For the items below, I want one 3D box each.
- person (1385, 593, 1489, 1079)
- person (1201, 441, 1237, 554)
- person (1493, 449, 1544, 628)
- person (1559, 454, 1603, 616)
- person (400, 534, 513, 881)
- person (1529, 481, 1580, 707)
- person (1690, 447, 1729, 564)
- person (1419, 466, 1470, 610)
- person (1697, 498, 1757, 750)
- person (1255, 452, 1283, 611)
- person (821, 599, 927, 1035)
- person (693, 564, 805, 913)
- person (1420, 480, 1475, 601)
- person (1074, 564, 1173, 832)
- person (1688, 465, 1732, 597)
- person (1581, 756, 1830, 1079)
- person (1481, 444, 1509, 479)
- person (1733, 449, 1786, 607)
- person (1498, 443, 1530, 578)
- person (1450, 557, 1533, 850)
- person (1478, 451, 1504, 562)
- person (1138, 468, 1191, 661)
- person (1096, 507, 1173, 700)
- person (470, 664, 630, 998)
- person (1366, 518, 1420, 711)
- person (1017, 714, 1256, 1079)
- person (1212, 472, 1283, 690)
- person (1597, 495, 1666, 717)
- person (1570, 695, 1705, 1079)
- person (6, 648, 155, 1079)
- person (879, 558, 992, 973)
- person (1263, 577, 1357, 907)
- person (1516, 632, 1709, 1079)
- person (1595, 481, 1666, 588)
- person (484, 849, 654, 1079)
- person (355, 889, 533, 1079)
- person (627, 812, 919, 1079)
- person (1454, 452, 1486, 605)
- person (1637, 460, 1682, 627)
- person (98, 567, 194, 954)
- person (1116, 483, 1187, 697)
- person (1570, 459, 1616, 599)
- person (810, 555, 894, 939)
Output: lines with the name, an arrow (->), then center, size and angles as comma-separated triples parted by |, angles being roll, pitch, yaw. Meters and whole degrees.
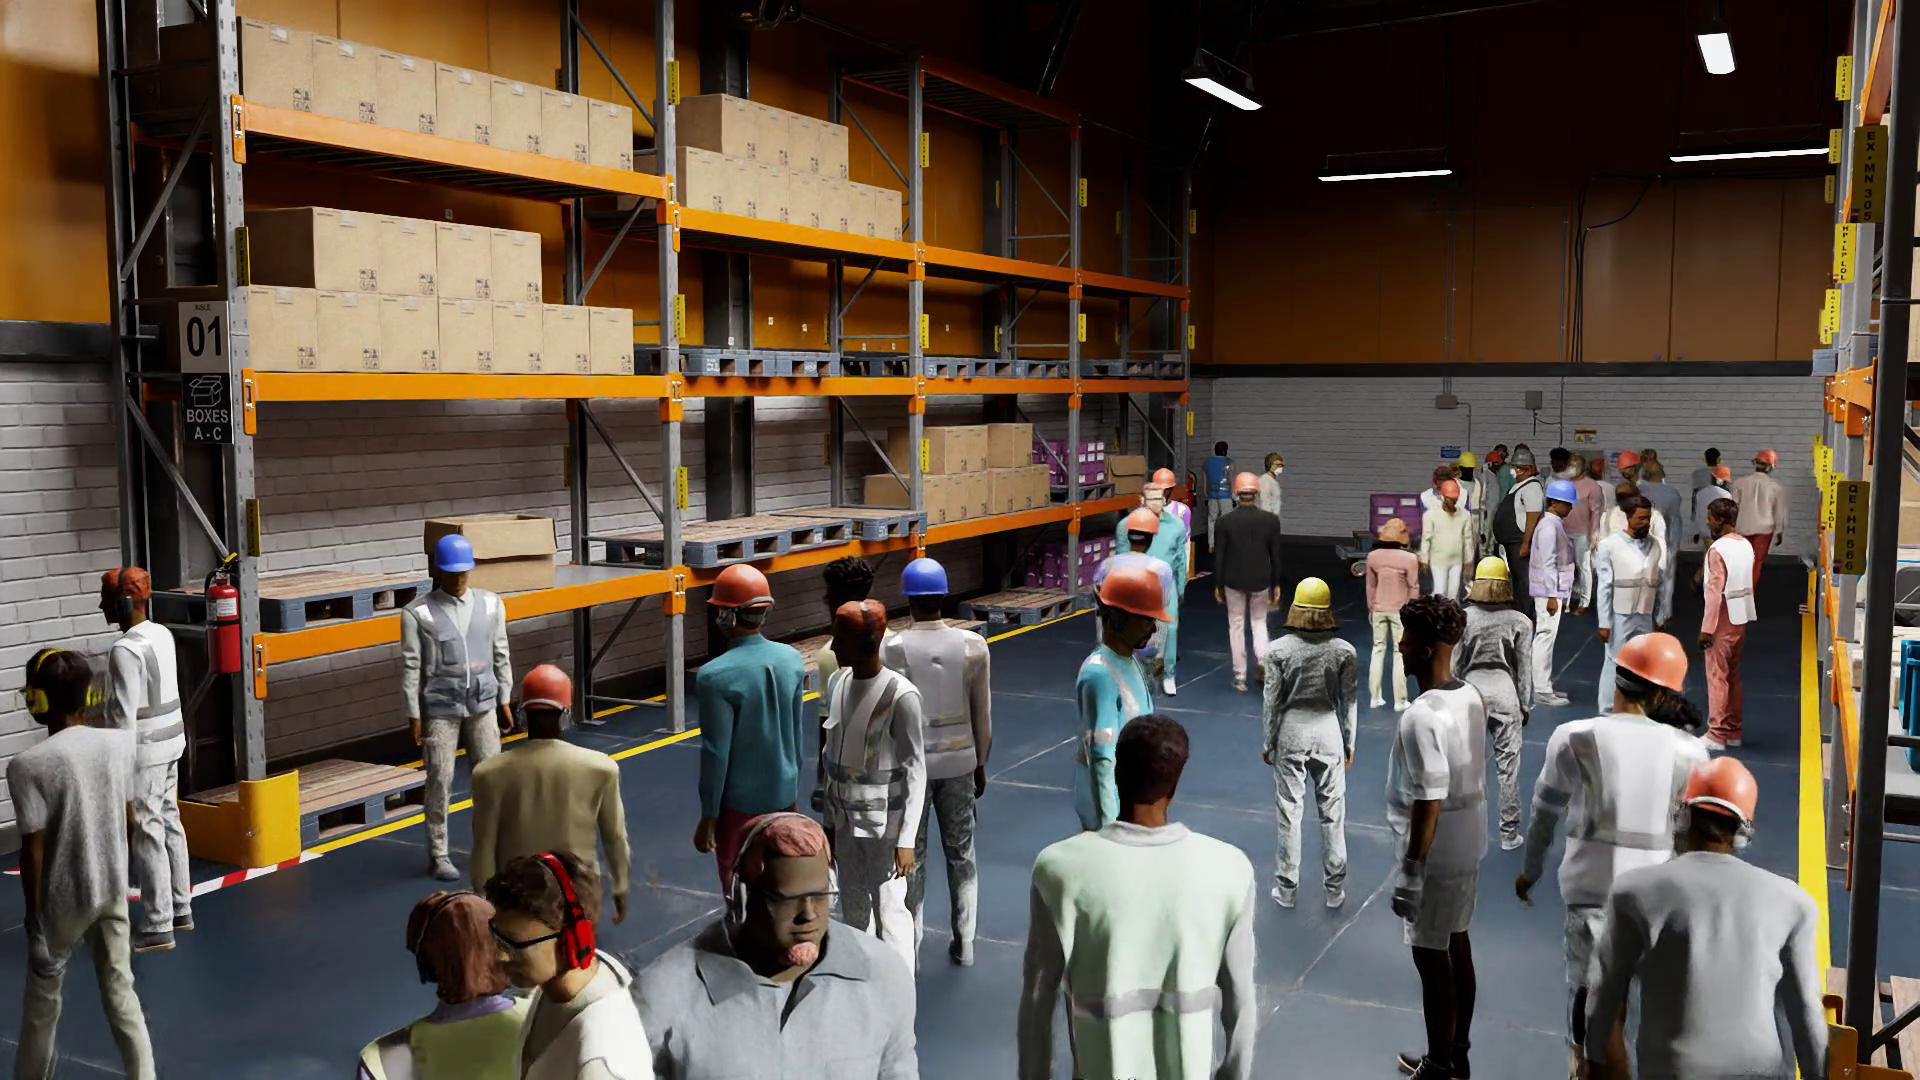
person -> 1.807, 1.182, 6.346 | 0.374, 1.966, 0.608 | 4, 6, 35
person -> 4.270, -0.694, 27.215 | 0.624, 1.844, 0.429 | 4, 7, 35
person -> 6.340, -0.022, 18.915 | 0.538, 2.000, 0.684 | 0, 5, 5
person -> 7.342, -0.061, 19.870 | 0.362, 1.939, 0.635 | -4, 7, -37
person -> -2.804, 0.927, 9.293 | 0.619, 1.933, 0.419 | -4, 7, -37
person -> 5.105, 0.455, 14.324 | 0.401, 1.938, 0.602 | 2, 6, 20
person -> 10.865, -0.408, 24.063 | 0.533, 1.857, 0.535 | 3, 6, 29
person -> 5.701, 0.034, 19.529 | 0.606, 1.806, 0.523 | 2, 6, 19
person -> 5.795, 0.633, 12.595 | 0.408, 1.909, 0.591 | 5, 7, 44
person -> 3.782, -0.104, 20.355 | 0.379, 1.937, 0.629 | 2, 6, 17
person -> -0.378, 1.176, 6.864 | 0.337, 1.881, 0.585 | -5, 7, -40
person -> -0.909, 1.097, 7.114 | 0.390, 1.995, 0.613 | 4, 7, 36
person -> 5.294, 0.212, 18.018 | 0.579, 1.738, 0.377 | -1, 5, -13
person -> 0.662, 1.110, 6.767 | 0.384, 2.035, 0.605 | 1, 5, 13
person -> 9.774, -0.120, 21.658 | 0.724, 1.722, 0.568 | -1, 5, -14
person -> 2.112, 1.469, 4.735 | 0.619, 1.700, 0.913 | 1, 5, 10
person -> 8.347, -0.564, 25.760 | 0.564, 1.850, 0.390 | 1, 5, 12
person -> 9.855, -0.137, 20.532 | 0.626, 1.960, 0.618 | 4, 7, 36
person -> 7.964, -0.420, 23.771 | 0.627, 1.934, 0.376 | -3, 6, -27
person -> 3.151, 0.966, 9.898 | 0.484, 1.738, 0.305 | 2, 6, 21
person -> 8.169, -0.495, 25.531 | 0.330, 1.750, 0.573 | 5, 7, 43
person -> 2.023, 0.249, 16.561 | 0.549, 1.933, 0.373 | 1, 5, 8
person -> 1.192, 0.726, 11.605 | 0.547, 1.910, 0.822 | 2, 6, 22
person -> -1.546, 1.320, 6.295 | 0.575, 1.701, 0.939 | -1, 5, -11
person -> 3.668, 0.628, 14.086 | 0.277, 1.632, 0.500 | -5, 7, -44
person -> 0.463, 1.408, 4.322 | 0.614, 1.902, 0.405 | -1, 5, -7
person -> 2.578, 0.375, 14.958 | 0.638, 1.975, 0.508 | 0, 5, -1
person -> 5.200, 0.602, 12.939 | 0.593, 1.908, 0.393 | -2, 6, -16
person -> 2.503, 1.365, 6.103 | 0.536, 1.635, 0.922 | 0, 5, 0
person -> -3.188, 1.289, 5.950 | 0.871, 1.824, 0.527 | 3, 6, 28
person -> -0.142, 1.054, 7.828 | 0.601, 1.948, 0.387 | -2, 6, -18
person -> 1.843, 1.065, 8.795 | 0.493, 1.743, 0.312 | 0, 5, 4
person -> 2.366, 1.266, 5.990 | 0.566, 1.870, 0.968 | 0, 5, 4
person -> 6.470, 0.344, 16.167 | 0.644, 1.819, 0.636 | 5, 7, 43
person -> -0.766, 1.522, 3.465 | 0.441, 1.822, 0.569 | -2, 6, -24
person -> -1.087, 1.594, 3.726 | 0.521, 1.632, 0.313 | -3, 6, -30
person -> -0.380, 1.491, 3.478 | 0.658, 1.895, 0.411 | -2, 6, -20
person -> 6.302, -0.138, 20.767 | 0.594, 1.924, 0.382 | -1, 5, -12
person -> 7.901, 0.052, 18.806 | 0.594, 1.915, 0.659 | -4, 7, -38
person -> -3.997, 1.063, 8.146 | 0.354, 1.876, 0.574 | -1, 5, -8
person -> 1.699, 0.444, 14.747 | 0.649, 1.879, 0.836 | 0, 5, 4
person -> 8.101, -0.104, 21.019 | 0.593, 1.839, 1.022 | -5, 7, -41
person -> -0.488, 1.047, 7.864 | 0.380, 1.955, 0.604 | 2, 6, 24
